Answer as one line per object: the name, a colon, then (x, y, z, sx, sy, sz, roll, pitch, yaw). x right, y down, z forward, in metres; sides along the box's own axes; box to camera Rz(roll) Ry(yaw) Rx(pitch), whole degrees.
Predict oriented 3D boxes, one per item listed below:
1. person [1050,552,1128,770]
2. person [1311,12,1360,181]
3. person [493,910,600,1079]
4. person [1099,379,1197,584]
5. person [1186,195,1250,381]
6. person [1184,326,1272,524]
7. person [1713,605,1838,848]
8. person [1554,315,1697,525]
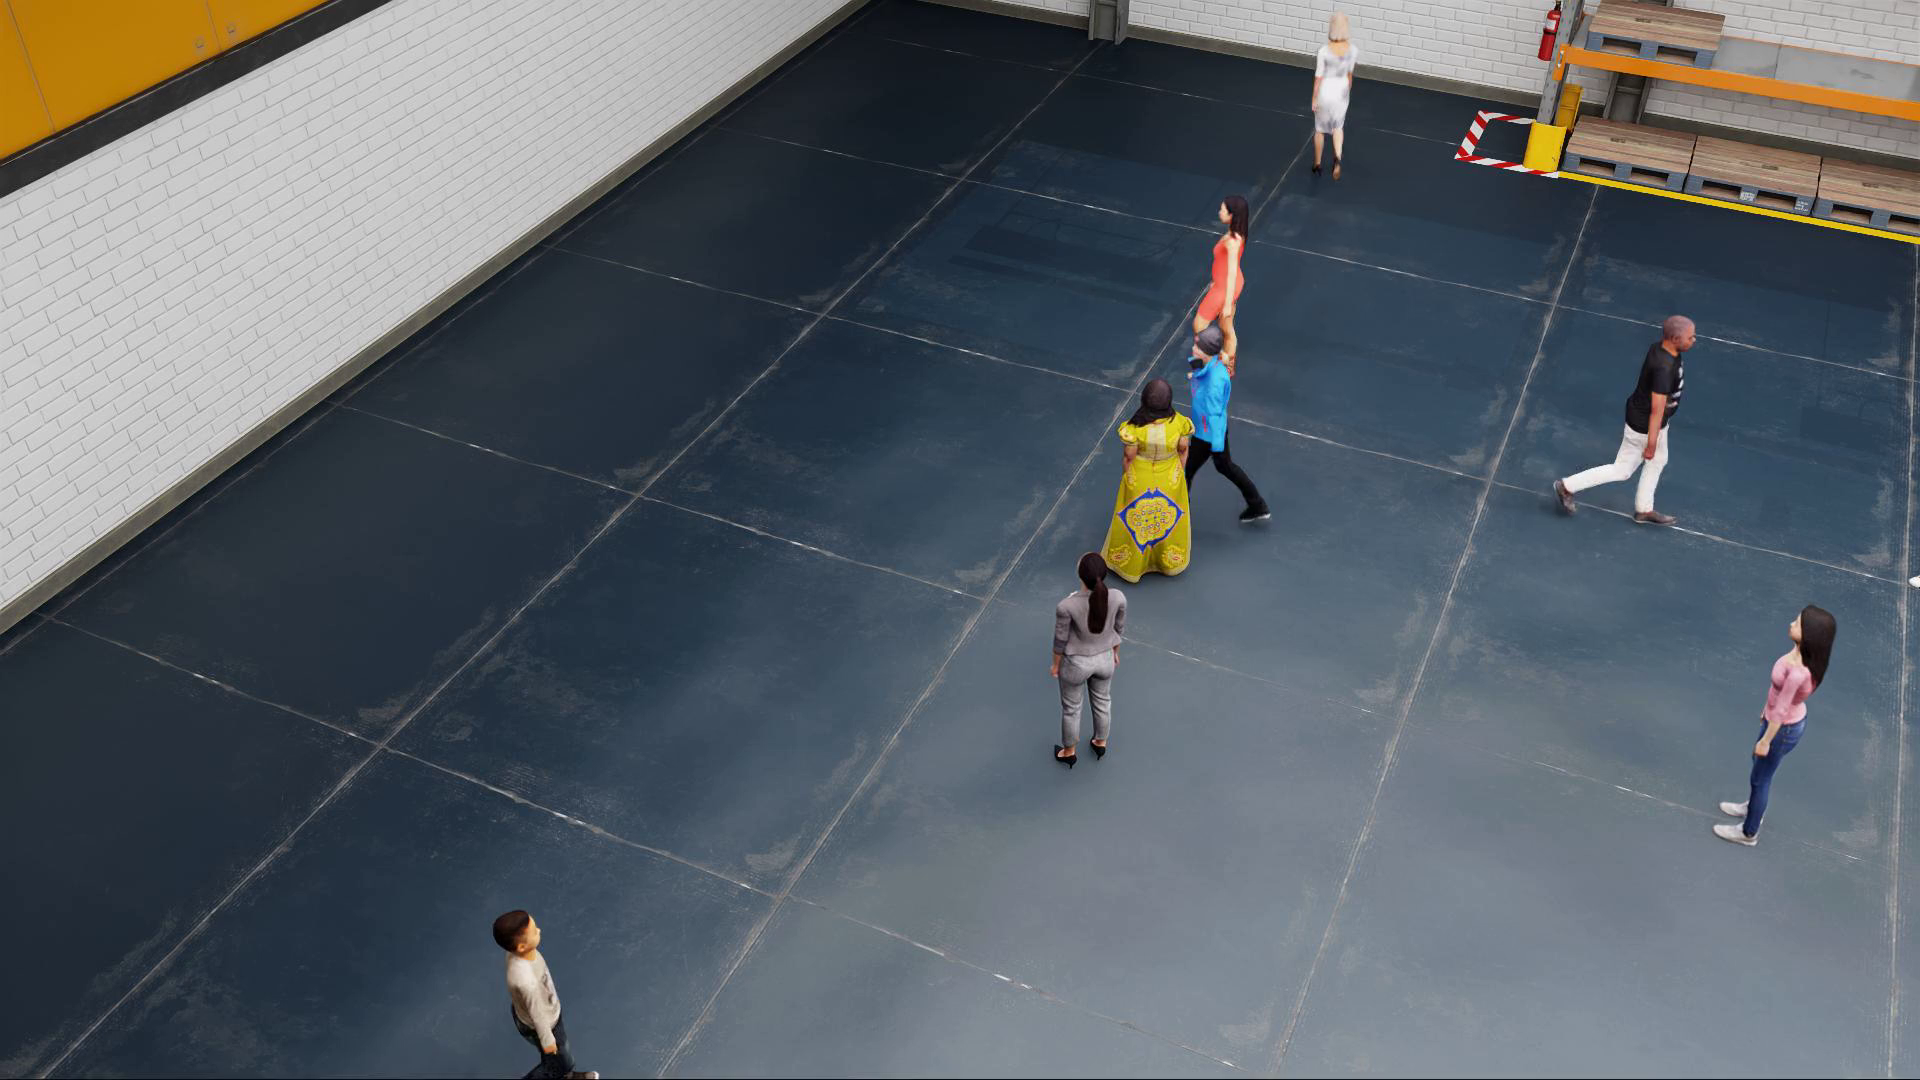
person: (0.784, 0.757, 10.262, 0.719, 1.678, 0.784, -11, 40, -14)
person: (3.752, -4.387, 16.659, 0.878, 1.733, 0.847, -1, 39, -1)
person: (-2.178, 2.409, 8.372, 0.841, 1.456, 0.781, -13, 40, -15)
person: (1.360, -0.422, 11.753, 0.951, 1.661, 1.058, -5, 39, -6)
person: (2.282, -2.049, 13.756, 0.682, 1.704, 0.652, 9, 39, 11)
person: (1.900, -0.760, 12.098, 1.284, 1.759, 0.934, 4, 39, 4)
person: (4.827, 1.093, 9.793, 0.523, 1.739, 0.577, 19, 43, 23)
person: (4.942, -0.861, 12.212, 1.179, 1.773, 0.740, 13, 40, 16)
